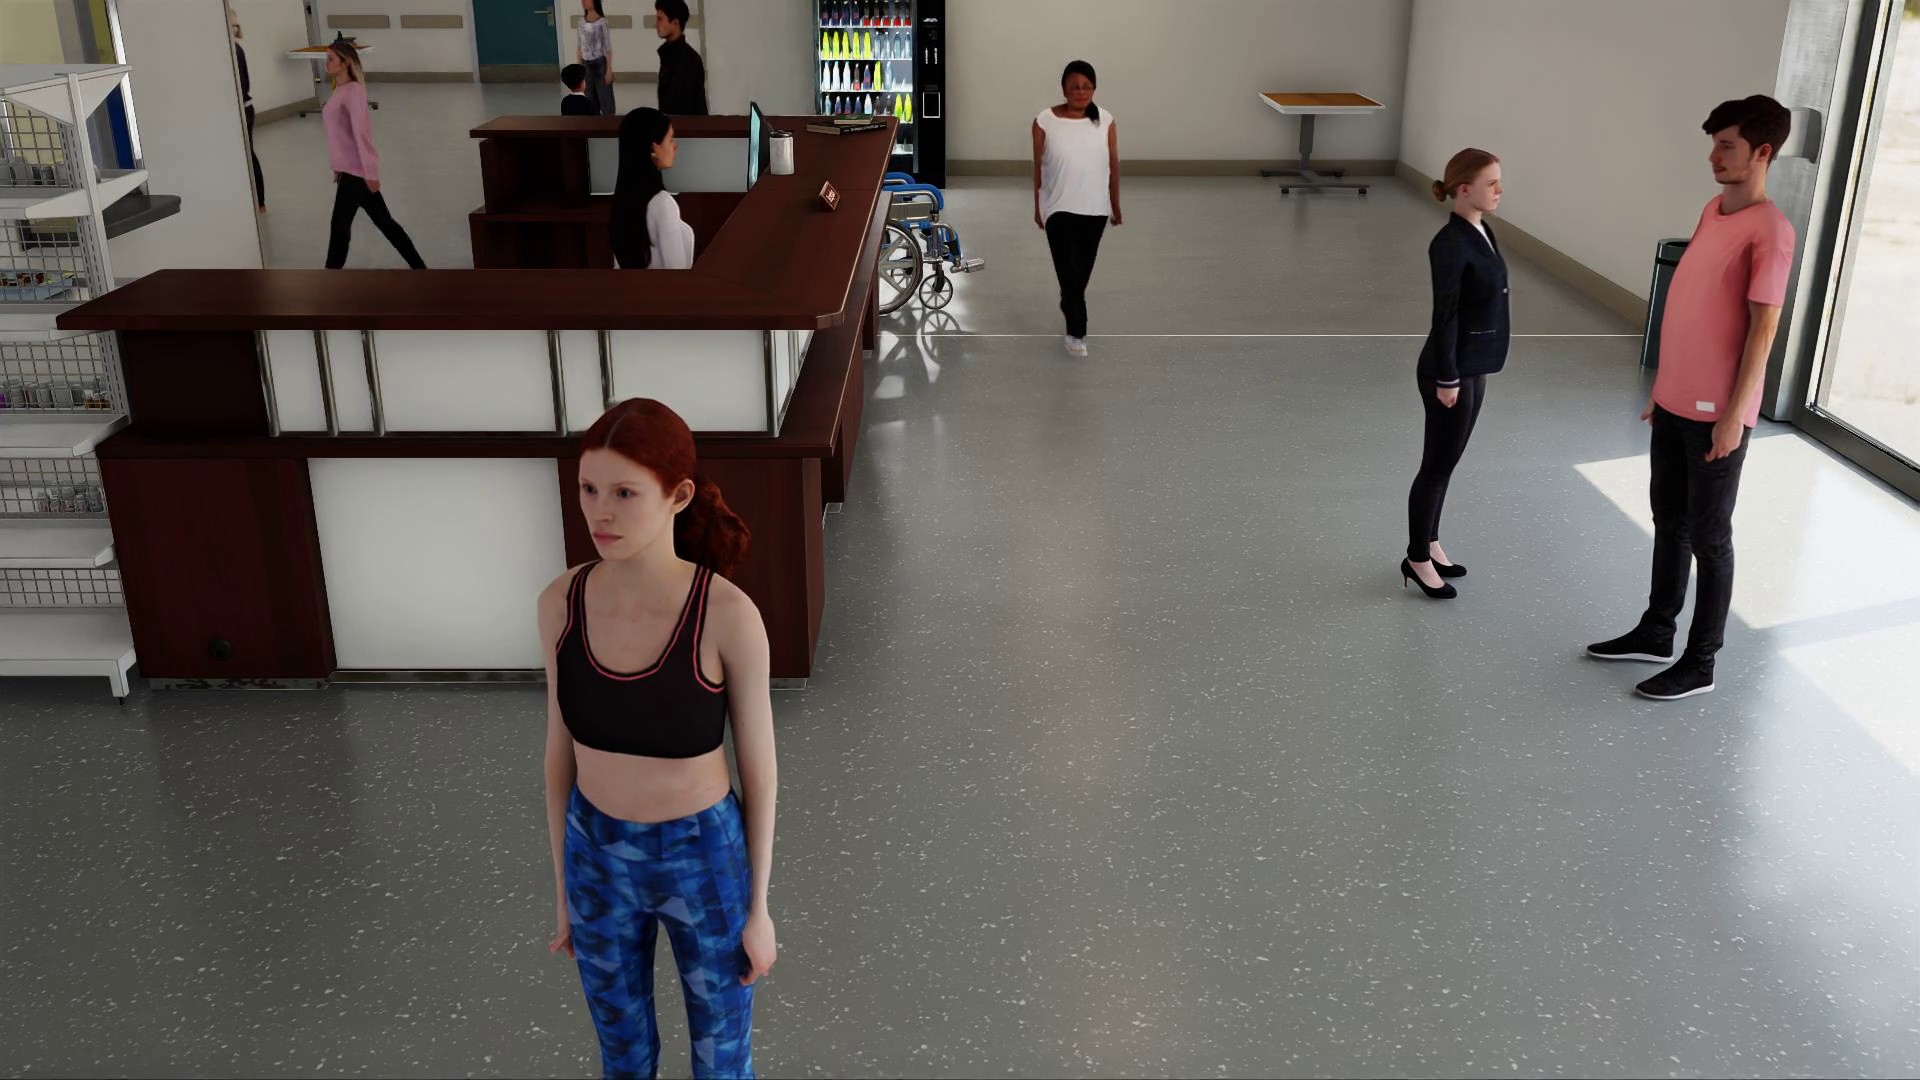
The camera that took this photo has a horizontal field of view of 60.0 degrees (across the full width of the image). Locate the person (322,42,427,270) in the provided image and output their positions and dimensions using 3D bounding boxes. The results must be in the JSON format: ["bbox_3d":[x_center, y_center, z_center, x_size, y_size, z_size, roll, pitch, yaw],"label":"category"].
[{"bbox_3d":[-3.966,-2.465,11.202,1.203,1.645,0.964,-11,23,-26],"label":"person"}]

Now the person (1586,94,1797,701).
[{"bbox_3d":[2.446,-0.448,5.424,0.590,1.965,0.656,-3,21,-8],"label":"person"}]

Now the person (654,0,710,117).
[{"bbox_3d":[-1.818,-2.774,11.669,1.344,1.891,1.028,-7,22,-19],"label":"person"}]

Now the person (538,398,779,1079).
[{"bbox_3d":[-0.505,0.622,2.854,0.591,1.784,0.686,5,21,14],"label":"person"}]

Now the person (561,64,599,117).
[{"bbox_3d":[-3.322,-3.545,14.586,0.542,1.227,0.635,8,22,21],"label":"person"}]

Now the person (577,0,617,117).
[{"bbox_3d":[-3.886,-5.017,17.814,0.633,1.733,0.748,11,24,28],"label":"person"}]

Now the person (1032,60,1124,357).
[{"bbox_3d":[0.692,-1.981,9.919,1.094,1.648,0.886,-5,21,-12],"label":"person"}]

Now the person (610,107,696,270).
[{"bbox_3d":[-1.182,-0.745,6.430,0.714,1.807,0.684,-15,26,-35],"label":"person"}]

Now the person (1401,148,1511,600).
[{"bbox_3d":[1.854,-0.622,6.276,0.713,1.685,0.706,10,23,25],"label":"person"}]

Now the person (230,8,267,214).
[{"bbox_3d":[-6.240,-3.716,14.391,0.655,1.725,0.677,-9,22,-22],"label":"person"}]
